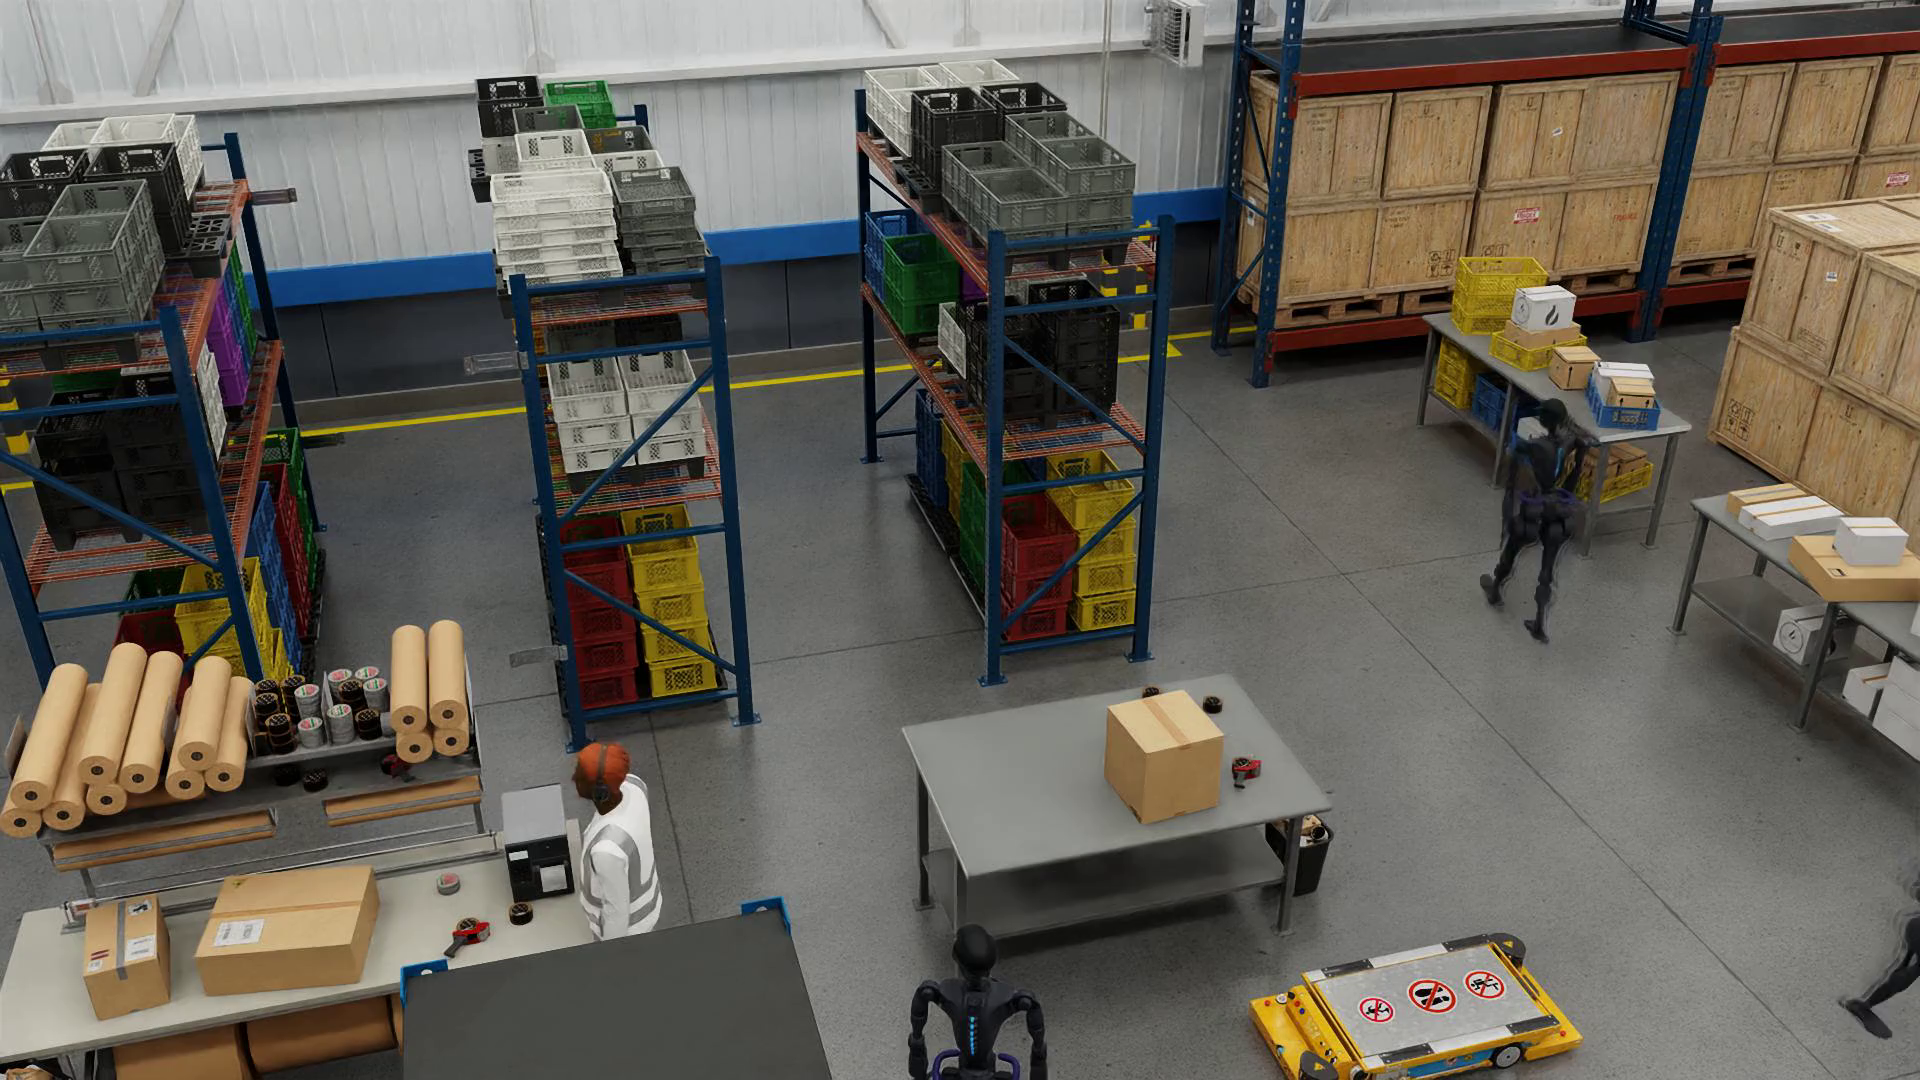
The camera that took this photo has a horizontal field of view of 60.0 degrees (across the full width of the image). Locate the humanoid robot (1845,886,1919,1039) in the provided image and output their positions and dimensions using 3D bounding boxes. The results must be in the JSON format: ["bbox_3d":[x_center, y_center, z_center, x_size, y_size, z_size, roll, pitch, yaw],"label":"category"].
[{"bbox_3d":[4.593,1.734,7.591,0.604,1.638,0.668,-11,31,-20],"label":"humanoid robot"}]

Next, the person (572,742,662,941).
[{"bbox_3d":[-1.511,1.681,7.427,0.353,1.884,0.573,0,29,0],"label":"person"}]

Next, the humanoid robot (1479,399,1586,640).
[{"bbox_3d":[3.851,-0.190,11.077,0.579,1.624,0.736,-1,29,-2],"label":"humanoid robot"}]

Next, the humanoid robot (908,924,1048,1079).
[{"bbox_3d":[0.067,2.207,6.667,0.605,1.660,0.316,3,29,6],"label":"humanoid robot"}]

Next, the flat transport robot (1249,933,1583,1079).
[{"bbox_3d":[2.184,2.282,7.980,1.431,0.197,0.652,-8,30,-14],"label":"flat transport robot"}]
